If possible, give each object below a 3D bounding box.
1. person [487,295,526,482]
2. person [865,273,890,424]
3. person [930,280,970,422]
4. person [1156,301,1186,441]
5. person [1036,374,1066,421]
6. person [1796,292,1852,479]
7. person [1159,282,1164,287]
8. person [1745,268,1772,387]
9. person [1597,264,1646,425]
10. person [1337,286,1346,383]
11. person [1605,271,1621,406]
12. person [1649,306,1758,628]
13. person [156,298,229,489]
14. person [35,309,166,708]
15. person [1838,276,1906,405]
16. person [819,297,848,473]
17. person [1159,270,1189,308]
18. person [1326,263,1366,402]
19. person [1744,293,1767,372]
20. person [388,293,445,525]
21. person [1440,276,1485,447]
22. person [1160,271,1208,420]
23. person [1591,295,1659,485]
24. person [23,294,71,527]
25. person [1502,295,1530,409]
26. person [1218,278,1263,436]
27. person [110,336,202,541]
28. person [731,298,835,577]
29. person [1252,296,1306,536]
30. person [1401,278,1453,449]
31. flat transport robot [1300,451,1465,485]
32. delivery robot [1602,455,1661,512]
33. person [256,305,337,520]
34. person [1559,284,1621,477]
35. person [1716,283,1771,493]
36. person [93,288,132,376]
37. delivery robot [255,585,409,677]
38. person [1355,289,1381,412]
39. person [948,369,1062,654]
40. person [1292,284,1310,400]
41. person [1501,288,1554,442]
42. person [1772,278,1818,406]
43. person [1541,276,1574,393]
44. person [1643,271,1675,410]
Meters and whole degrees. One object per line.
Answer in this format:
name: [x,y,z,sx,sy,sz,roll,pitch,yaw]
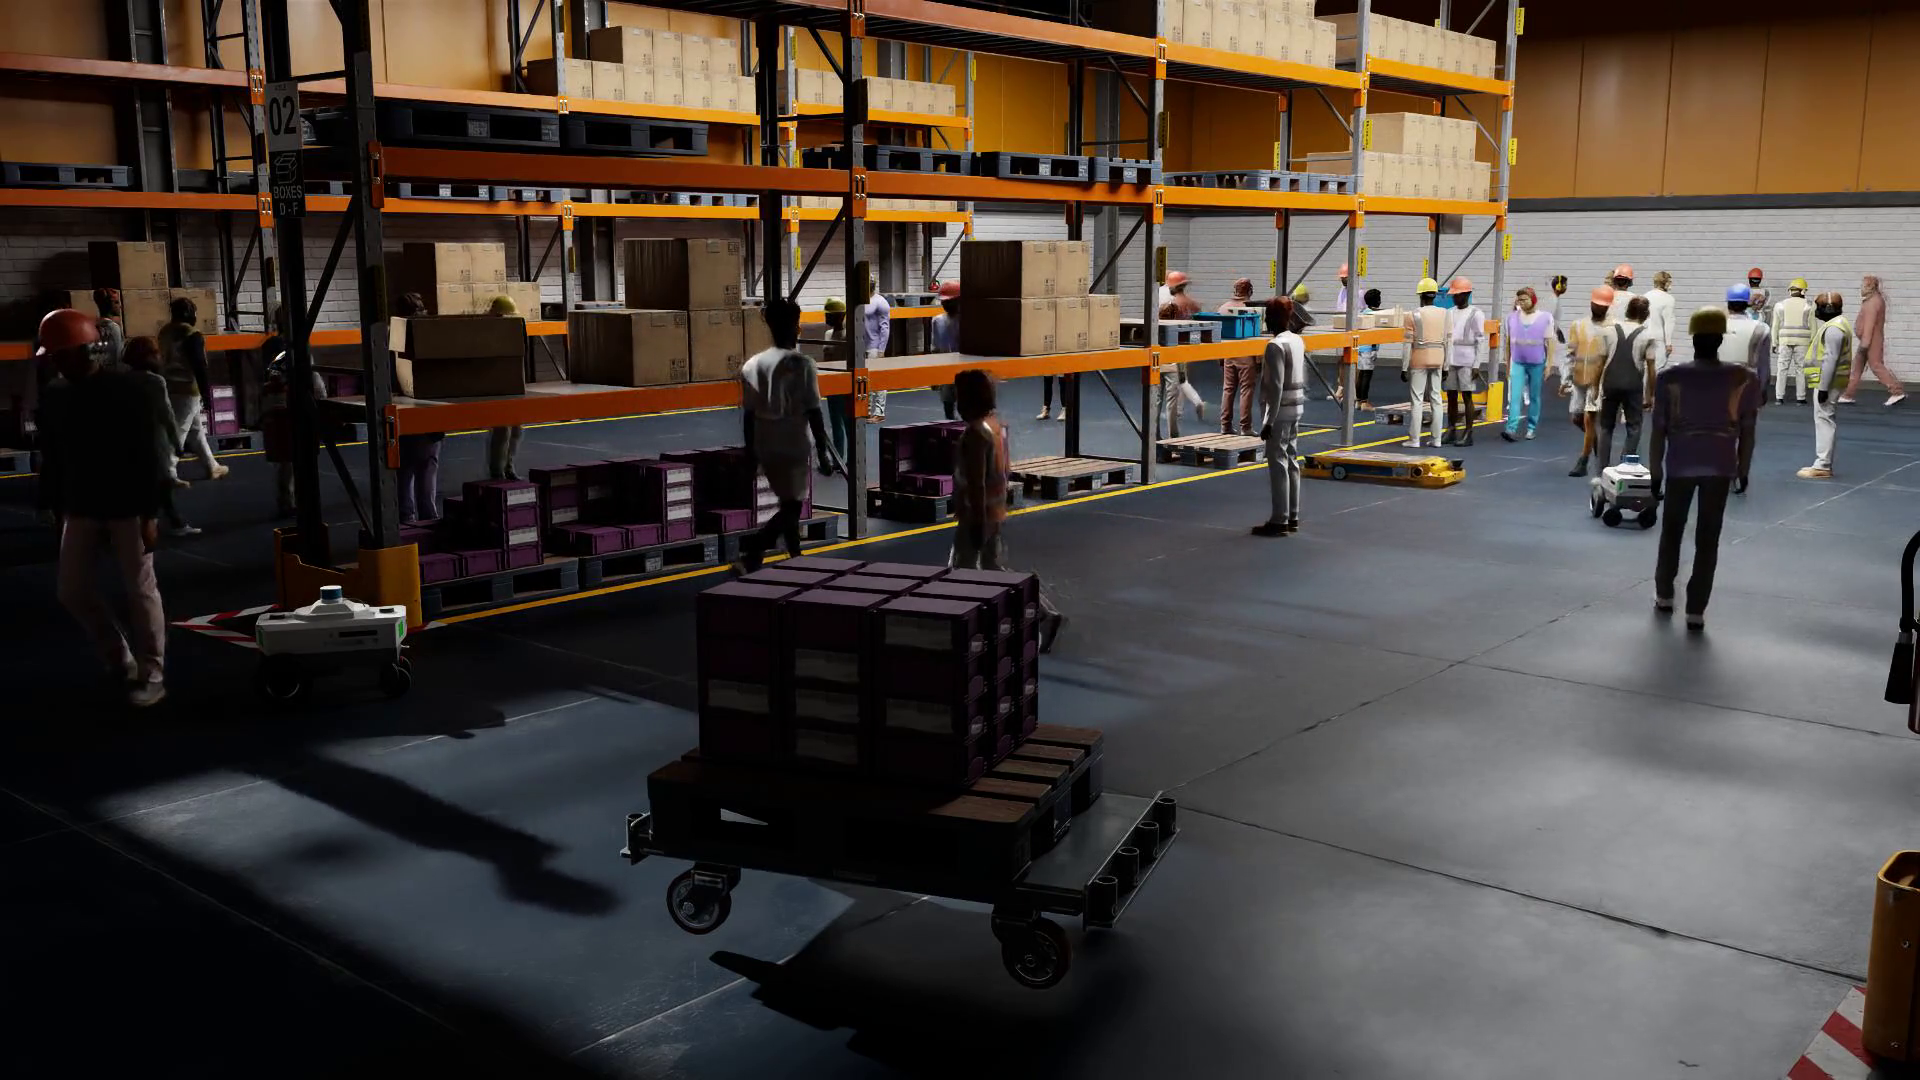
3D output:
person: [-4.216,-1.367,15.534,0.547,1.813,0.590,-6,12,-32]
person: [-1.163,-2.467,21.441,0.371,1.941,0.627,-9,13,-42]
person: [-0.047,-1.761,17.488,0.609,1.915,0.483,5,11,26]
person: [2.399,-1.938,19.280,0.514,1.642,0.310,9,14,43]
person: [1.246,-2.400,21.745,0.532,1.697,0.322,6,12,33]
person: [8.523,-1.519,16.374,0.429,1.831,0.633,5,11,28]
person: [3.463,-3.605,28.112,0.315,1.872,0.533,8,13,38]
person: [12.916,-3.468,27.150,0.552,1.935,0.374,1,10,8]
person: [8.446,-2.499,21.332,0.614,2.043,0.374,5,11,24]
person: [6.509,-3.625,27.869,0.375,1.997,0.612,2,10,10]
person: [9.354,-2.888,23.856,0.373,1.935,0.628,0,10,-2]
person: [4.482,-0.455,10.086,0.588,1.894,0.892,4,11,23]
person: [-7.380,-1.406,15.899,0.683,1.785,0.896,8,13,38]
person: [-4.172,-0.138,8.096,0.661,1.962,0.480,1,10,7]
person: [13.177,-2.870,23.971,0.973,1.863,0.658,6,11,29]
person: [-1.228,-1.552,16.724,0.330,1.767,0.528,-7,12,-35]
person: [3.389,-3.430,27.061,0.647,1.897,0.399,-2,10,-9]
person: [5.675,-3.036,24.399,0.383,2.041,0.605,-5,11,-26]
person: [11.224,-2.701,23.680,0.549,1.606,0.359,-4,11,-21]
person: [-4.208,-0.954,12.912,0.642,1.912,0.407,7,12,36]
person: [5.679,-2.026,18.943,0.378,1.932,0.551,-6,12,-32]
person: [2.944,-2.505,21.589,0.788,1.970,0.624,9,14,43]
person: [6.249,-1.383,15.662,0.586,1.818,0.392,7,12,36]
person: [-7.362,-1.043,13.511,0.434,1.884,0.632,-6,12,-31]
person: [7.911,-2.660,23.442,0.541,1.618,0.580,4,11,22]
person: [3.401,-2.199,20.053,0.646,1.901,0.402,10,14,44]
person: [-6.220,-0.761,12.705,0.504,1.598,0.823,7,12,33]
person: [-1.201,-0.604,10.866,0.622,1.940,0.896,8,13,40]
person: [2.517,-0.971,13.077,0.337,1.882,0.585,6,12,31]
person: [5.255,-1.990,18.795,0.589,1.918,0.400,-2,10,-12]
flat transport robot: [4.125,-0.719,16.239,1.431,0.197,0.652,6,12,33]
delivery robot: [5.508,-0.454,13.655,0.477,0.478,0.707,2,10,10]
person: [-5.544,-1.088,13.962,0.605,1.802,0.698,7,12,37]
person: [6.329,-1.597,16.567,0.803,1.911,0.566,-8,13,-40]
person: [7.213,-1.413,15.500,0.620,1.925,0.729,5,11,27]
person: [-8.034,-1.445,15.785,0.575,1.883,0.355,8,13,39]
delivery robot: [-3.152,0.473,8.376,0.707,0.478,0.477,-3,11,-17]
person: [5.662,-2.623,23.018,0.319,1.695,0.538,0,10,-1]
person: [0.169,-0.123,9.030,0.705,1.617,0.525,2,10,11]
person: [5.026,-2.920,24.635,0.385,1.728,0.488,-1,10,-8]
person: [6.584,-2.029,19.345,0.584,1.785,0.964,6,12,32]
person: [11.992,-2.841,23.904,0.586,1.824,0.403,7,12,35]
person: [9.287,-3.200,25.973,0.959,1.816,0.522,1,10,3]
person: [9.621,-2.742,23.017,0.374,1.936,0.628,-4,11,-20]
